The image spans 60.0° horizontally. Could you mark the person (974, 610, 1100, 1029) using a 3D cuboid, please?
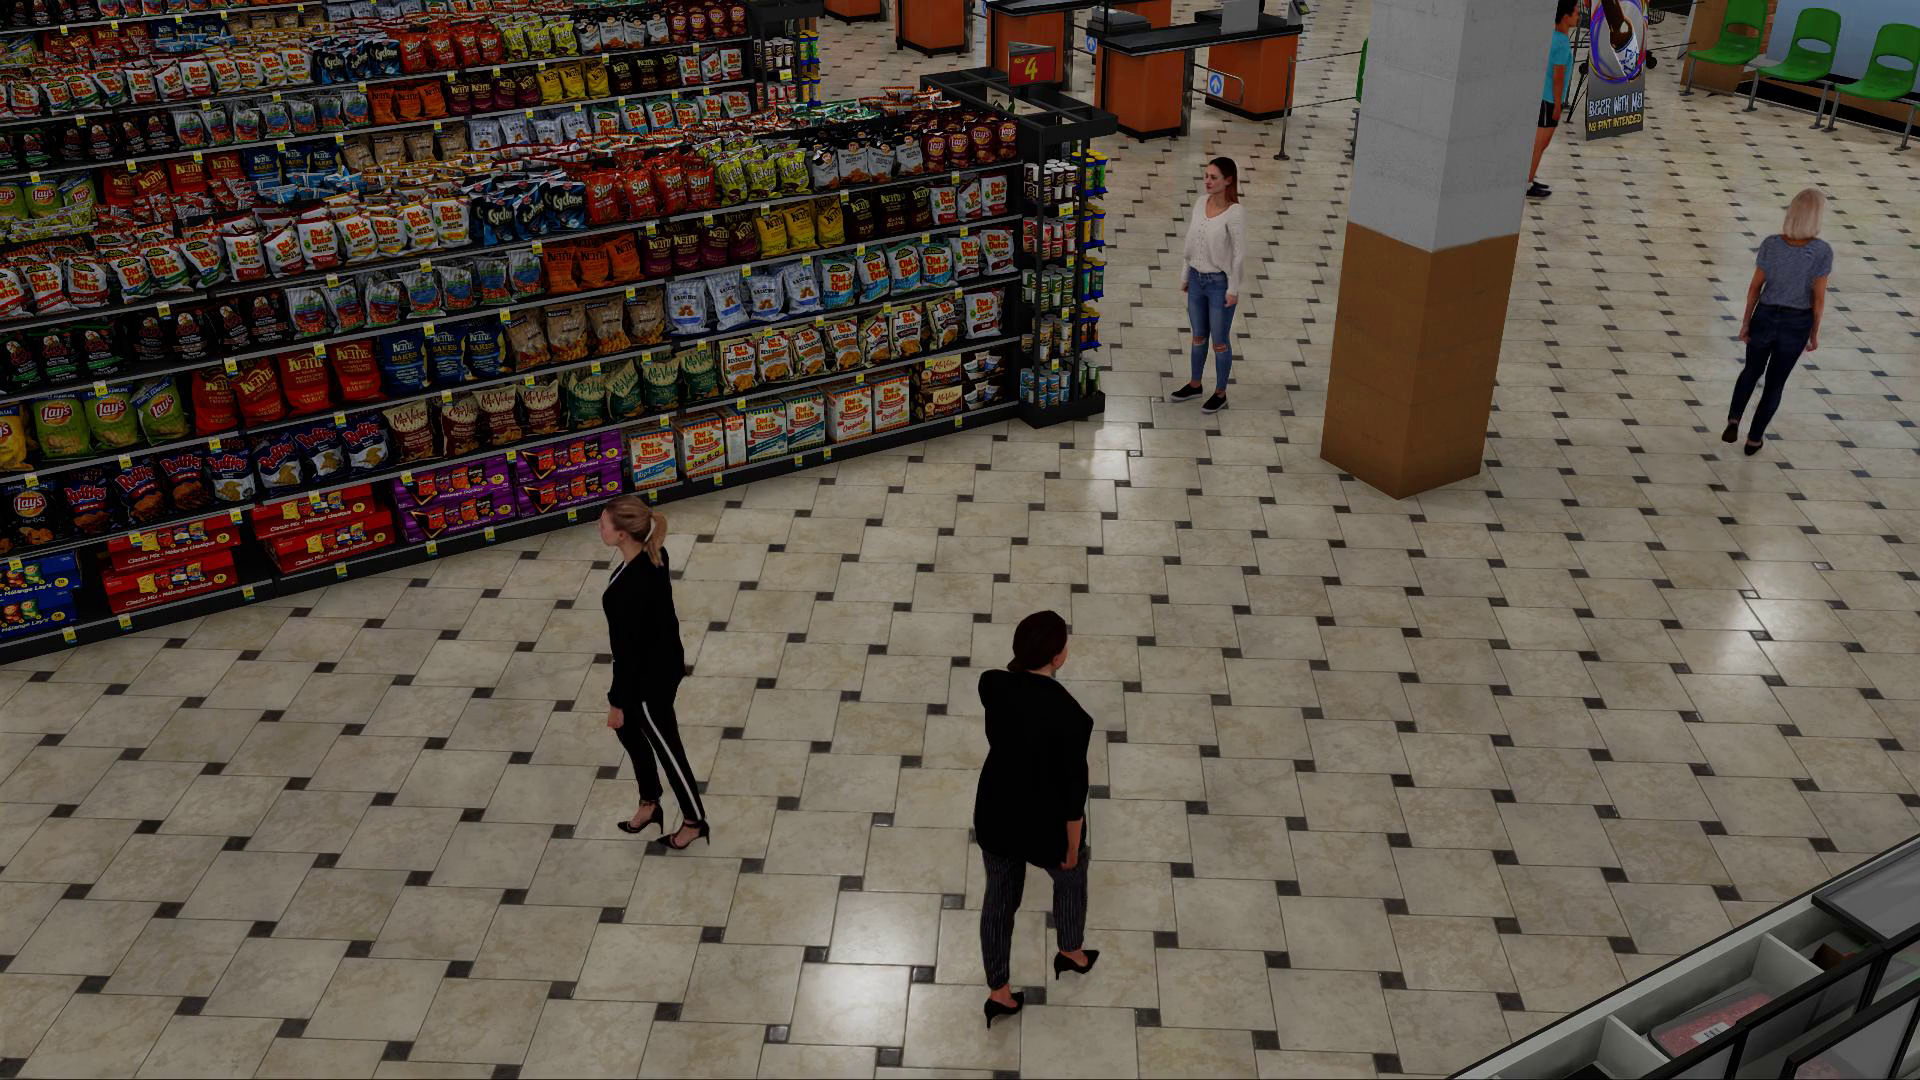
[{"bbox_3d":[0.183,1.052,5.903,0.813,1.700,0.915,19,34,31],"label":"person"}]

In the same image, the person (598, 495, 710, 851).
[{"bbox_3d":[-1.166,0.589,6.759,0.822,1.691,0.782,1,29,3],"label":"person"}]

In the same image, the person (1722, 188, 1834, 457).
[{"bbox_3d":[4.994,-1.287,10.173,0.692,1.712,0.757,22,35,34],"label":"person"}]

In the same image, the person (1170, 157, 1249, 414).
[{"bbox_3d":[1.656,-1.673,10.901,0.600,1.692,0.660,-22,36,-34],"label":"person"}]

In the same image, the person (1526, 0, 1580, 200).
[{"bbox_3d":[5.328,-4.000,15.079,0.708,1.773,0.684,3,29,5],"label":"person"}]
